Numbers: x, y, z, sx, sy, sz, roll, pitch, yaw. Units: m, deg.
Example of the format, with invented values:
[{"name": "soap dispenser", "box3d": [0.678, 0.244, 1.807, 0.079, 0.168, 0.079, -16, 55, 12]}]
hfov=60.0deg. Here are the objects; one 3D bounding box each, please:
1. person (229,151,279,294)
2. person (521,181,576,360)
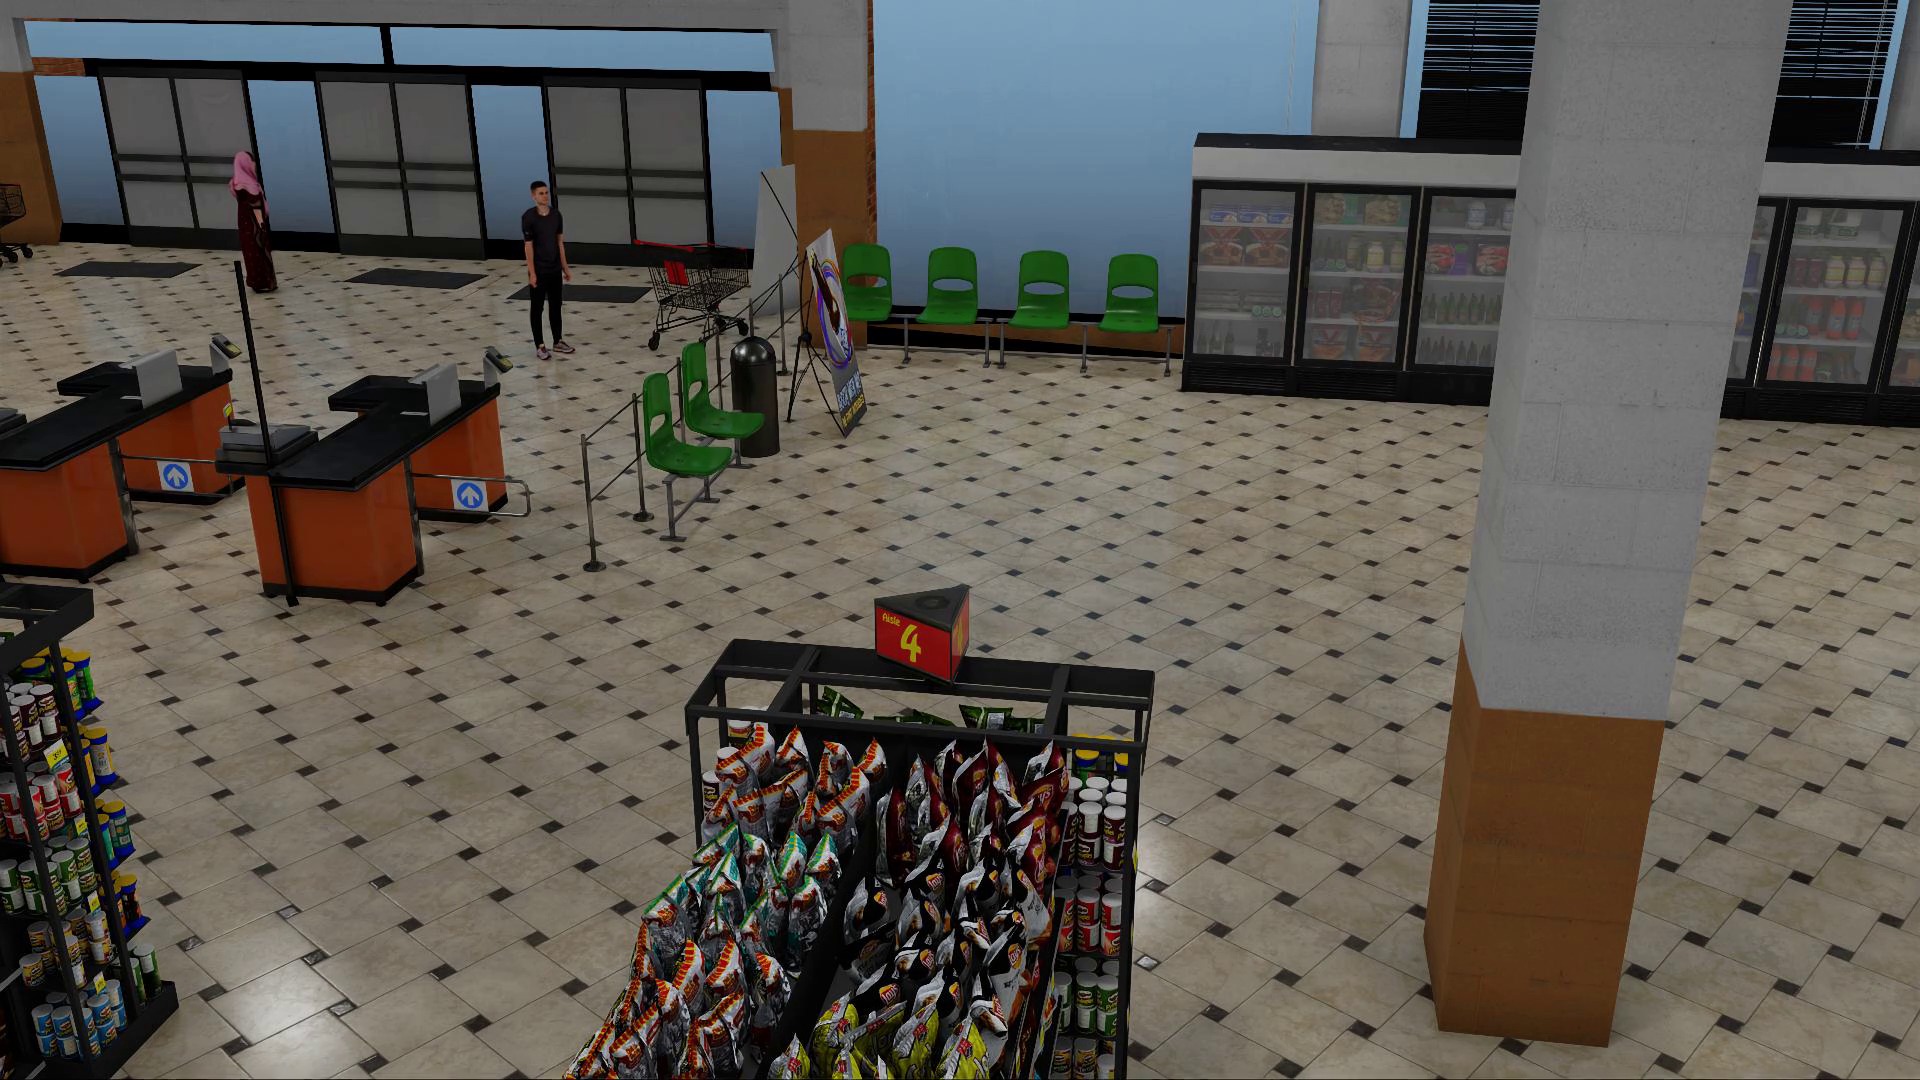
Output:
[{"name": "person", "box3d": [-8.249, -3.707, 19.375, 0.806, 1.633, 0.762, -17, 28, -36]}, {"name": "person", "box3d": [-4.182, -2.734, 16.779, 0.784, 1.764, 0.667, 18, 28, 37]}]
